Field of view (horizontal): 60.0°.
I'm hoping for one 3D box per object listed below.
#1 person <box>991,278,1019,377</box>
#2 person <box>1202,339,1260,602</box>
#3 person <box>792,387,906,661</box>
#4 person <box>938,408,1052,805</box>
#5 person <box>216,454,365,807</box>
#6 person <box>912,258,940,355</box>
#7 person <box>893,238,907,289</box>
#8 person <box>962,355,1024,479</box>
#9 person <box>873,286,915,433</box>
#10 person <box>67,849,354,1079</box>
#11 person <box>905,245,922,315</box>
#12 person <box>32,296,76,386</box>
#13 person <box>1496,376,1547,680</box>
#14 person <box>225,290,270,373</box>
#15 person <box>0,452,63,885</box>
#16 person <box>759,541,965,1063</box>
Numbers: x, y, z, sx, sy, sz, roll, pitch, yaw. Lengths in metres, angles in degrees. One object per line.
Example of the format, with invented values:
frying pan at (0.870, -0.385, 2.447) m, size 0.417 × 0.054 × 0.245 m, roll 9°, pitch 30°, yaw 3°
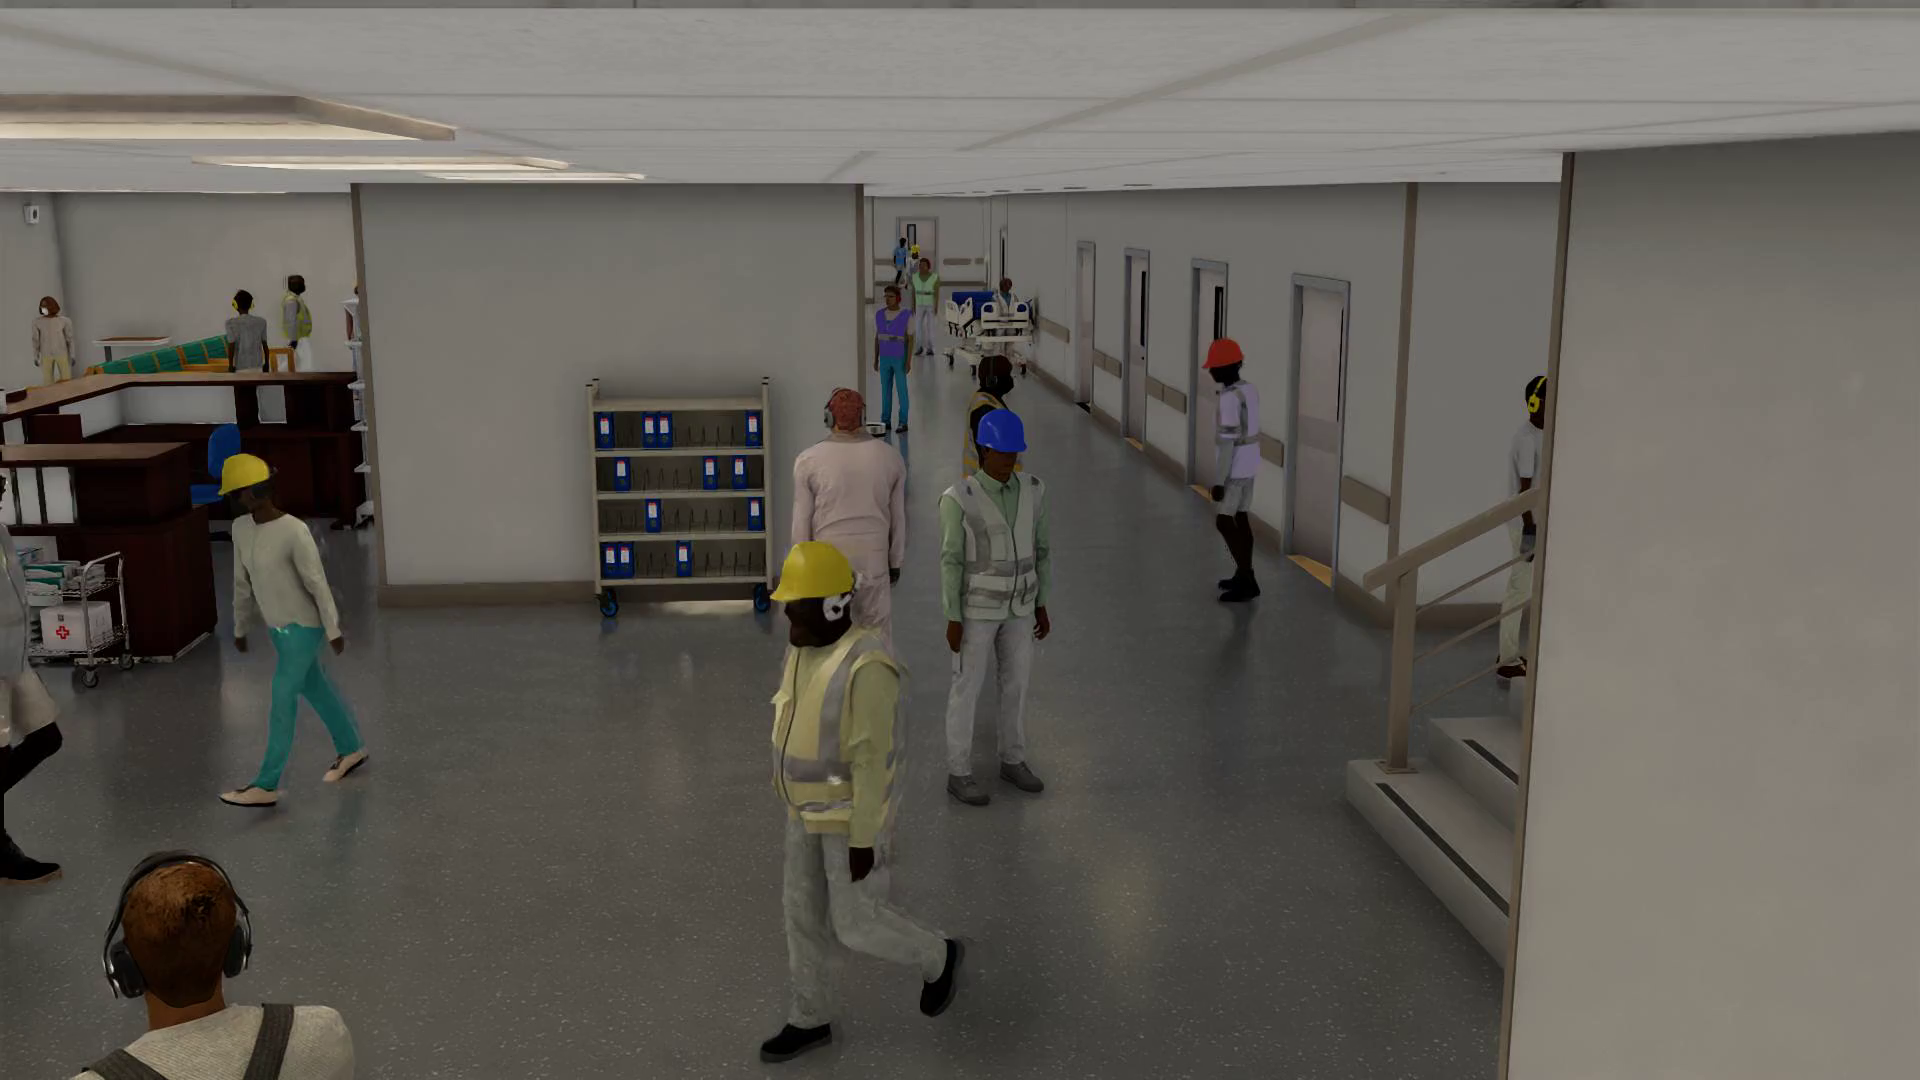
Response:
person at (0.739, -3.495, 27.433) m, size 0.523 × 1.636 × 0.310 m, roll -5°, pitch 13°, yaw -25°
person at (2.004, -0.513, 12.201) m, size 0.464 × 1.909 × 0.612 m, roll 6°, pitch 13°, yaw 26°
person at (-0.622, 0.107, 9.205) m, size 0.641 × 1.899 × 0.395 m, roll -4°, pitch 12°, yaw -21°
person at (0.177, 0.322, 8.062) m, size 0.599 × 1.938 × 0.422 m, roll -7°, pitch 14°, yaw -32°
person at (-3.282, 0.425, 8.079) m, size 0.549 × 1.715 × 0.909 m, roll 8°, pitch 14°, yaw 34°
person at (-0.659, -4.388, 31.321) m, size 0.565 × 1.829 × 0.618 m, roll 3°, pitch 12°, yaw 16°
person at (-1.972, -9.053, 54.511) m, size 0.433 × 1.664 × 0.529 m, roll 8°, pitch 14°, yaw 33°
person at (0.234, -0.381, 11.713) m, size 0.430 × 1.845 × 0.623 m, roll 1°, pitch 12°, yaw 4°
person at (-0.831, -2.285, 21.007) m, size 0.567 × 1.847 × 0.389 m, roll 7°, pitch 13°, yaw 29°
person at (-1.290, 1.417, 2.913) m, size 0.508 × 1.846 × 0.345 m, roll -10°, pitch 15°, yaw -41°
person at (-1.091, -6.295, 40.668) m, size 0.590 × 1.824 × 0.403 m, roll 6°, pitch 13°, yaw 25°
person at (-12.186, -2.460, 22.382) m, size 0.509 × 1.632 × 0.271 m, roll -3°, pitch 12°, yaw -16°
person at (3.479, -0.070, 10.141) m, size 0.332 × 1.865 × 0.520 m, roll 4°, pitch 12°, yaw 21°
person at (-8.374, -2.003, 19.571) m, size 0.325 × 1.871 × 0.524 m, roll 10°, pitch 15°, yaw 41°
person at (-4.102, 0.526, 7.008) m, size 0.447 × 1.950 × 0.614 m, roll 0°, pitch 12°, yaw -2°
person at (-0.354, 0.875, 5.656) m, size 0.662 × 1.809 × 0.596 m, roll -8°, pitch 14°, yaw -35°
